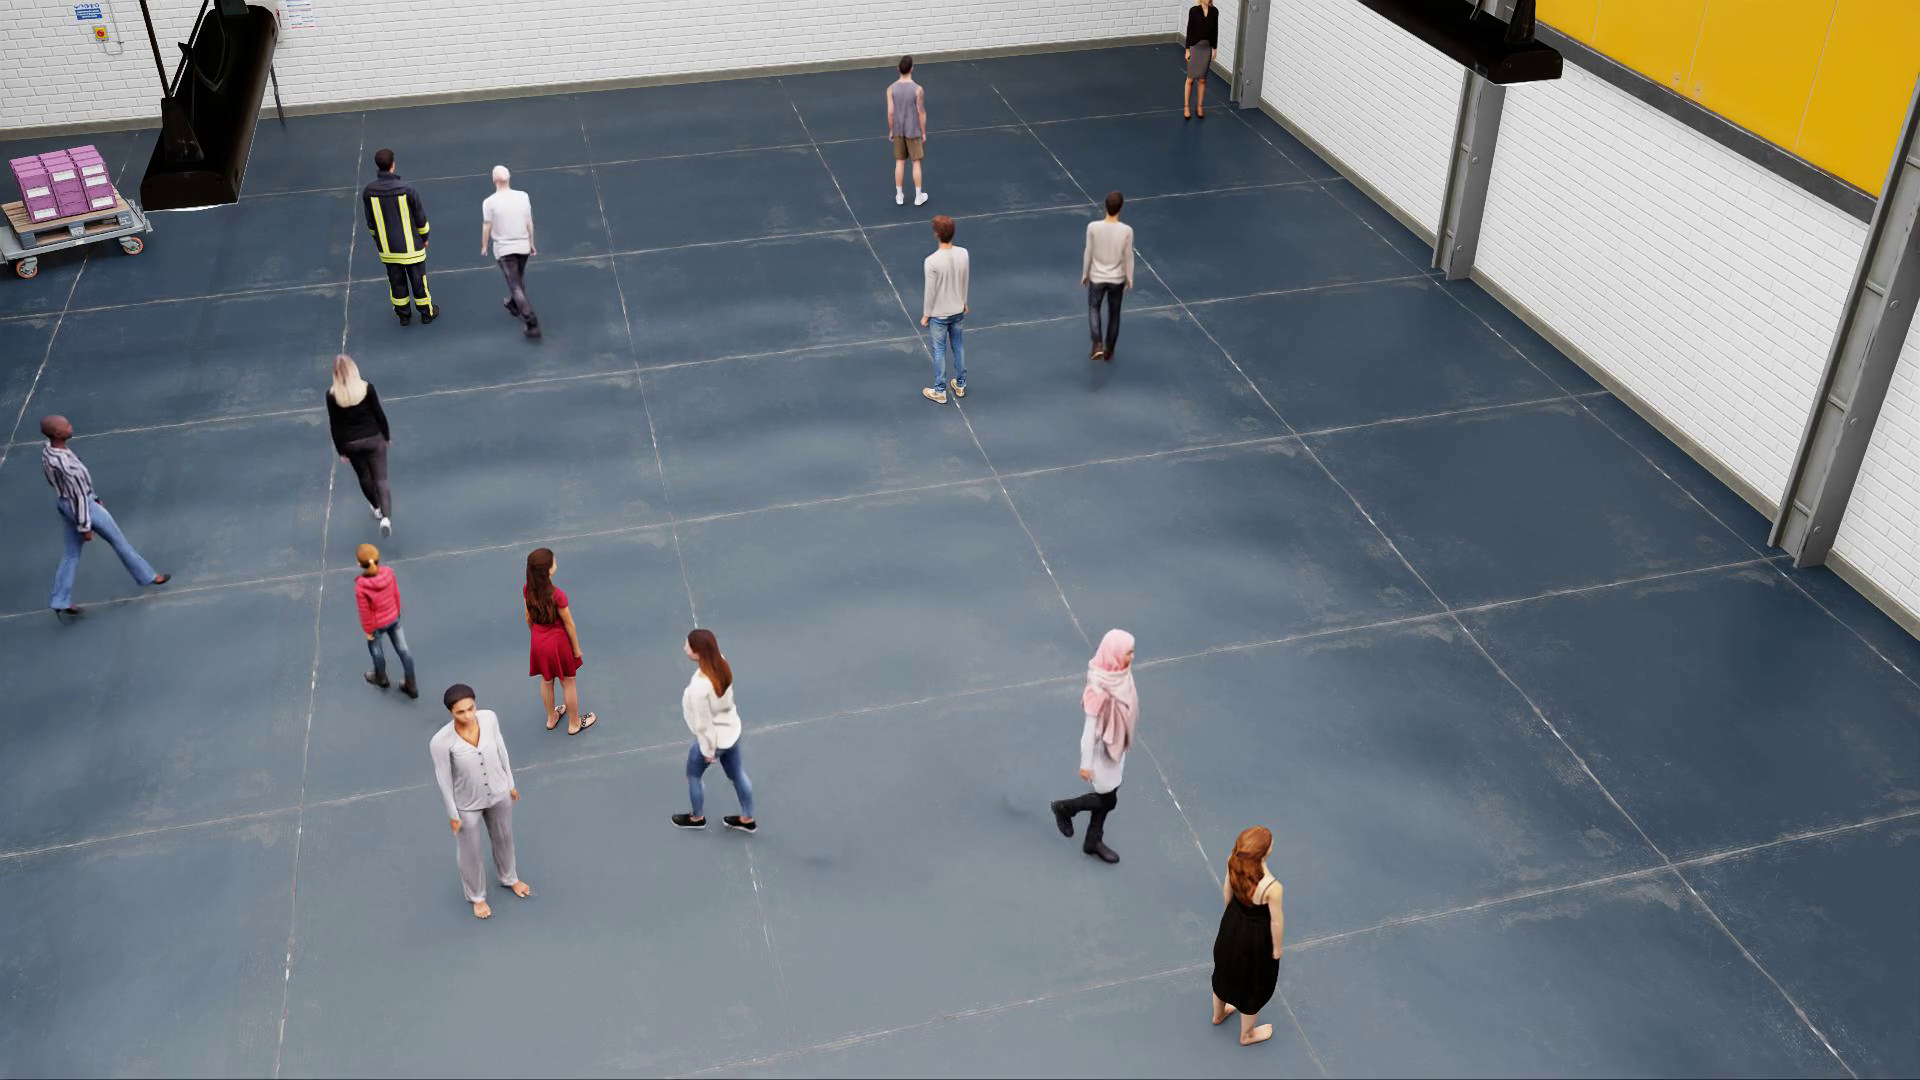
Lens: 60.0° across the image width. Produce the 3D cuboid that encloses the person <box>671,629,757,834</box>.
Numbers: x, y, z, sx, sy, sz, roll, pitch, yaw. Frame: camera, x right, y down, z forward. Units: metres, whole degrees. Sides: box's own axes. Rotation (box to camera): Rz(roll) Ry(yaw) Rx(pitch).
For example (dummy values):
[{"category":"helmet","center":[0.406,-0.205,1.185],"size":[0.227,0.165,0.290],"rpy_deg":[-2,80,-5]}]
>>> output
[{"category":"person","center":[-1.534,1.306,11.035],"size":[0.918,1.671,0.883],"rpy_deg":[12,35,17]}]

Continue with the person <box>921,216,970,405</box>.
[{"category":"person","center":[-0.129,-2.231,16.152],"size":[0.730,1.898,0.685],"rpy_deg":[-19,38,-26]}]

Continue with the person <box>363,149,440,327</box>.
[{"category":"person","center":[-5.922,-3.198,17.578],"size":[0.824,1.928,0.729],"rpy_deg":[-2,34,-4]}]

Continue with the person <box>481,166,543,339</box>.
[{"category":"person","center":[-4.642,-2.966,17.359],"size":[1.046,1.784,1.315],"rpy_deg":[-25,41,-33]}]

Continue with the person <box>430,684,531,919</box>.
[{"category":"person","center":[-3.050,1.606,10.525],"size":[0.708,1.736,0.696],"rpy_deg":[-28,43,-35]}]

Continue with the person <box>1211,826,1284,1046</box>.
[{"category":"person","center":[1.661,2.272,9.624],"size":[0.716,1.625,0.630],"rpy_deg":[-25,41,-33]}]

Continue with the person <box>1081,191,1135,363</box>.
[{"category":"person","center":[1.471,-2.588,16.726],"size":[0.858,1.856,0.951],"rpy_deg":[5,34,7]}]

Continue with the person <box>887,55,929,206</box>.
[{"category":"person","center":[-0.647,-5.009,20.336],"size":[0.719,1.847,0.729],"rpy_deg":[6,34,9]}]

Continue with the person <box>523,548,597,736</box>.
[{"category":"person","center":[-2.945,0.725,12.016],"size":[0.679,1.553,0.738],"rpy_deg":[12,35,17]}]

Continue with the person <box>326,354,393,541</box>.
[{"category":"person","center":[-5.075,-0.768,14.163],"size":[0.704,1.663,1.097],"rpy_deg":[-13,36,-19]}]

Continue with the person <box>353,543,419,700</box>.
[{"category":"person","center":[-4.249,0.633,12.383],"size":[0.832,1.299,0.741],"rpy_deg":[25,41,32]}]

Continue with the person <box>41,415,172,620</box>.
[{"category":"person","center":[-7.050,-0.153,13.165],"size":[1.181,1.744,1.128],"rpy_deg":[25,41,32]}]

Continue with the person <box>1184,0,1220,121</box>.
[{"category":"person","center":[3.303,-6.721,22.958],"size":[0.614,1.842,0.557],"rpy_deg":[-6,34,-8]}]

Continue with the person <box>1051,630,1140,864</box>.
[{"category":"person","center":[0.864,1.336,10.887],"size":[0.948,1.784,0.886],"rpy_deg":[21,39,28]}]
